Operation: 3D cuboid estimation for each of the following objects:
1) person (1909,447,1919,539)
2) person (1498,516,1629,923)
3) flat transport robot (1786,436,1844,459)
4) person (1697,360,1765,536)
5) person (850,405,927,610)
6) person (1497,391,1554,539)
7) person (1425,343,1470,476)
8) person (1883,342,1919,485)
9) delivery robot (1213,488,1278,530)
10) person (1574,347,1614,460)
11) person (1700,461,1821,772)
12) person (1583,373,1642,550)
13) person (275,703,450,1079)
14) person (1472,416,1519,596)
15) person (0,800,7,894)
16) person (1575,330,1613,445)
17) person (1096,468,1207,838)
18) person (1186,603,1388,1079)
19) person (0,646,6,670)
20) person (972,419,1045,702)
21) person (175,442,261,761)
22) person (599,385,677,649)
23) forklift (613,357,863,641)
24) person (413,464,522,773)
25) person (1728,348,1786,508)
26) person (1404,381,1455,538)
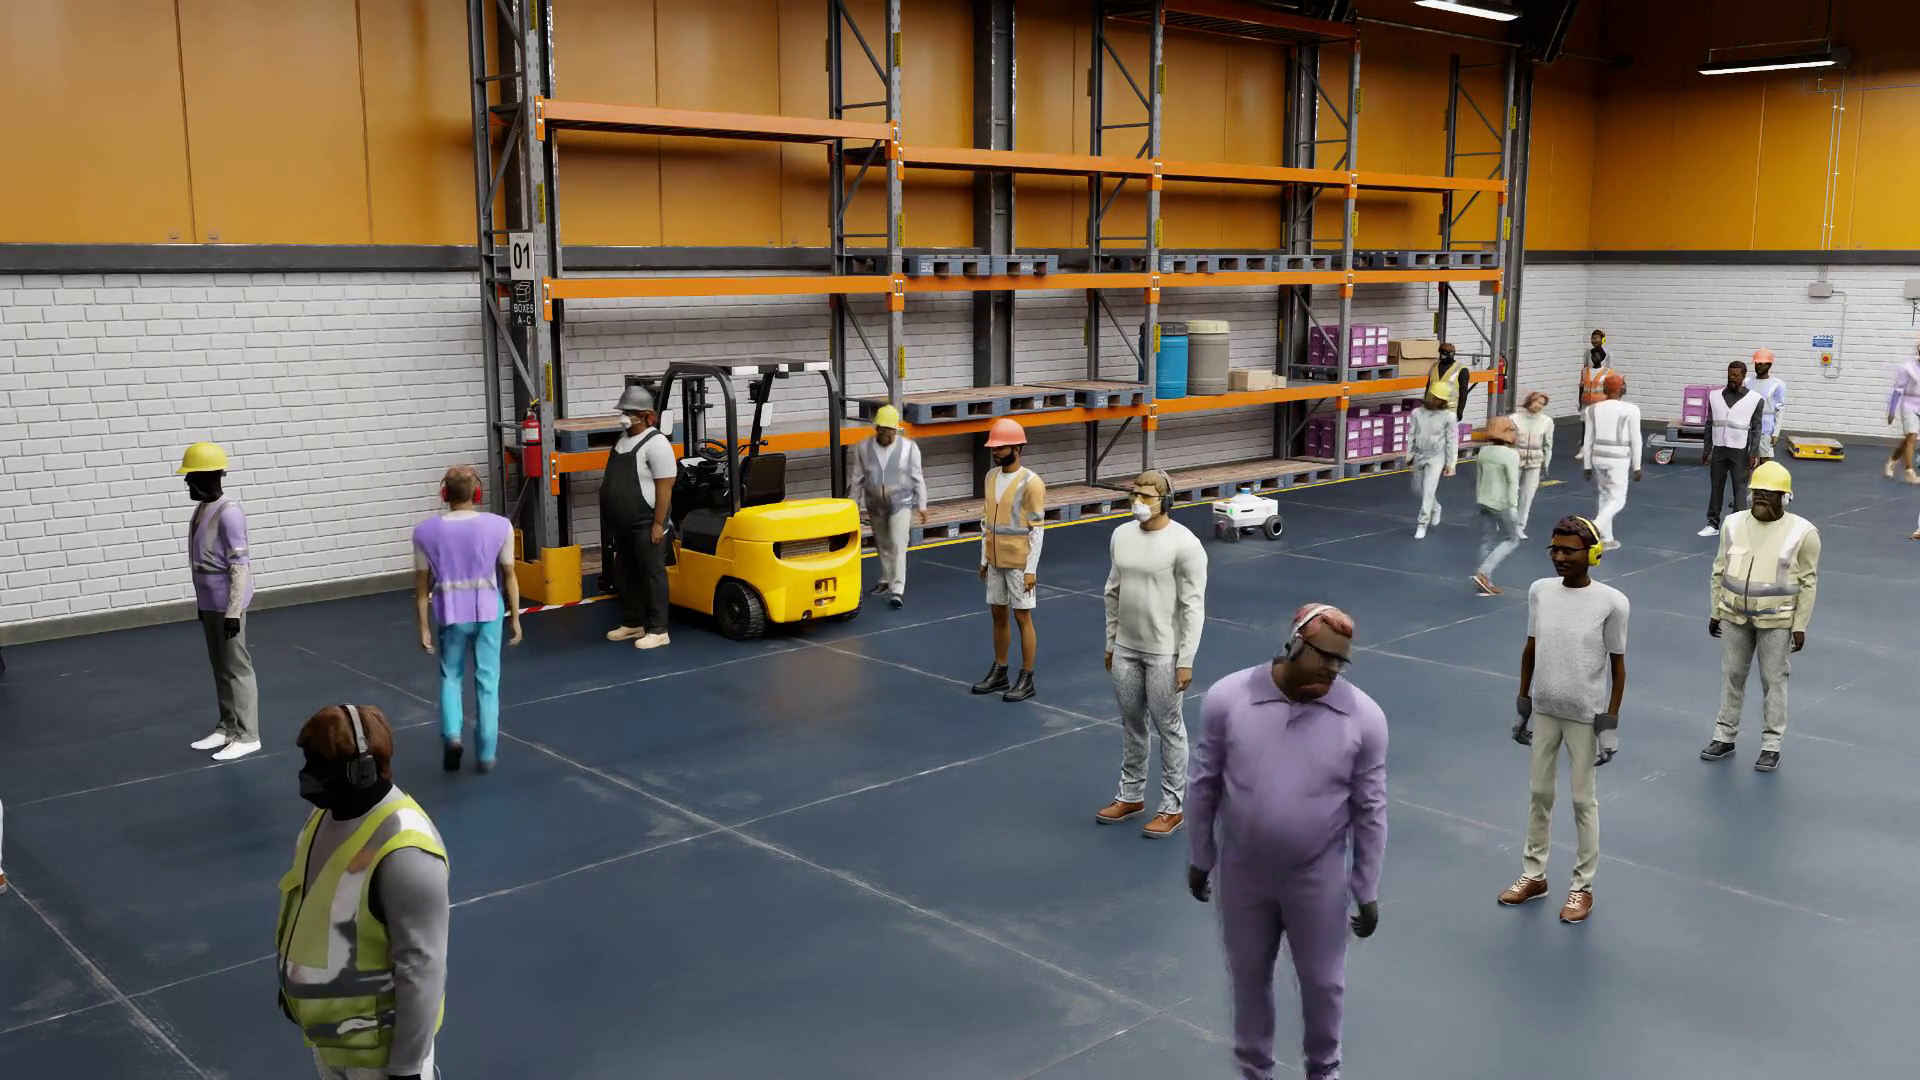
[{"bbox_3d":[10.466,-0.910,17.708,0.328,1.872,0.515,-9,13,-42],"label":"person"},{"bbox_3d":[2.780,0.810,7.638,0.327,1.872,0.515,-9,13,-42],"label":"person"},{"bbox_3d":[12.992,-1.405,25.282,0.652,0.197,1.431,4,10,21],"label":"flat transport robot"},{"bbox_3d":[8.305,-0.970,17.909,0.391,1.922,0.590,-9,13,-42],"label":"person"},{"bbox_3d":[-0.643,-0.301,14.480,0.658,1.759,0.991,2,10,10],"label":"person"},{"bbox_3d":[6.034,-0.799,17.853,0.613,1.605,0.352,2,10,12],"label":"person"},{"bbox_3d":[6.719,-1.814,23.082,0.429,1.844,0.625,-9,13,-42],"label":"person"},{"bbox_3d":[12.827,-1.758,22.427,0.612,1.992,0.953,-2,10,-9],"label":"person"},{"bbox_3d":[3.049,-0.313,17.783,0.707,0.478,0.477,-6,11,-32],"label":"delivery robot"},{"bbox_3d":[9.426,-2.021,24.711,0.318,1.700,0.536,-9,13,-42],"label":"person"},{"bbox_3d":[4.737,0.444,9.874,0.403,1.837,0.591,-9,13,-42],"label":"person"},{"bbox_3d":[6.596,-0.771,16.944,0.780,1.858,0.584,-7,12,-37],"label":"person"},{"bbox_3d":[-1.636,1.346,4.581,0.429,1.844,0.625,-9,13,-42],"label":"person"},{"bbox_3d":[4.770,-0.292,14.783,0.371,1.619,0.527,-4,10,-20],"label":"person"},{"bbox_3d":[-4.768,0.743,7.830,0.372,1.940,0.630,-9,13,-42],"label":"person"},{"bbox_3d":[10.142,-2.421,26.561,0.328,1.870,0.515,-9,13,-42],"label":"person"},{"bbox_3d":[0.999,0.585,8.750,0.372,1.940,0.630,-9,13,-42],"label":"person"},{"bbox_3d":[1.128,1.131,5.771,0.688,1.883,0.470,3,10,17],"label":"person"},{"bbox_3d":[-7.230,0.012,12.097,0.353,1.942,0.545,-9,13,-42],"label":"person"},{"bbox_3d":[0.327,0.135,11.388,0.361,1.938,0.545,-9,13,-42],"label":"person"},{"bbox_3d":[-4.492,0.364,10.078,0.370,1.927,0.588,-9,13,-42],"label":"person"},{"bbox_3d":[-2.533,-0.182,12.944,0.537,2.000,0.682,-9,13,-42],"label":"person"},{"bbox_3d":[-1.847,-0.414,13.852,1.214,2.155,2.313,-9,13,-42],"label":"forklift"},{"bbox_3d":[-2.860,0.477,9.706,0.583,1.832,0.445,-2,10,-11],"label":"person"},{"bbox_3d":[9.554,-1.325,19.928,0.353,1.942,0.545,-9,13,-42],"label":"person"},{"bbox_3d":[5.137,-0.894,18.108,0.489,1.696,0.742,7,12,35],"label":"person"}]
